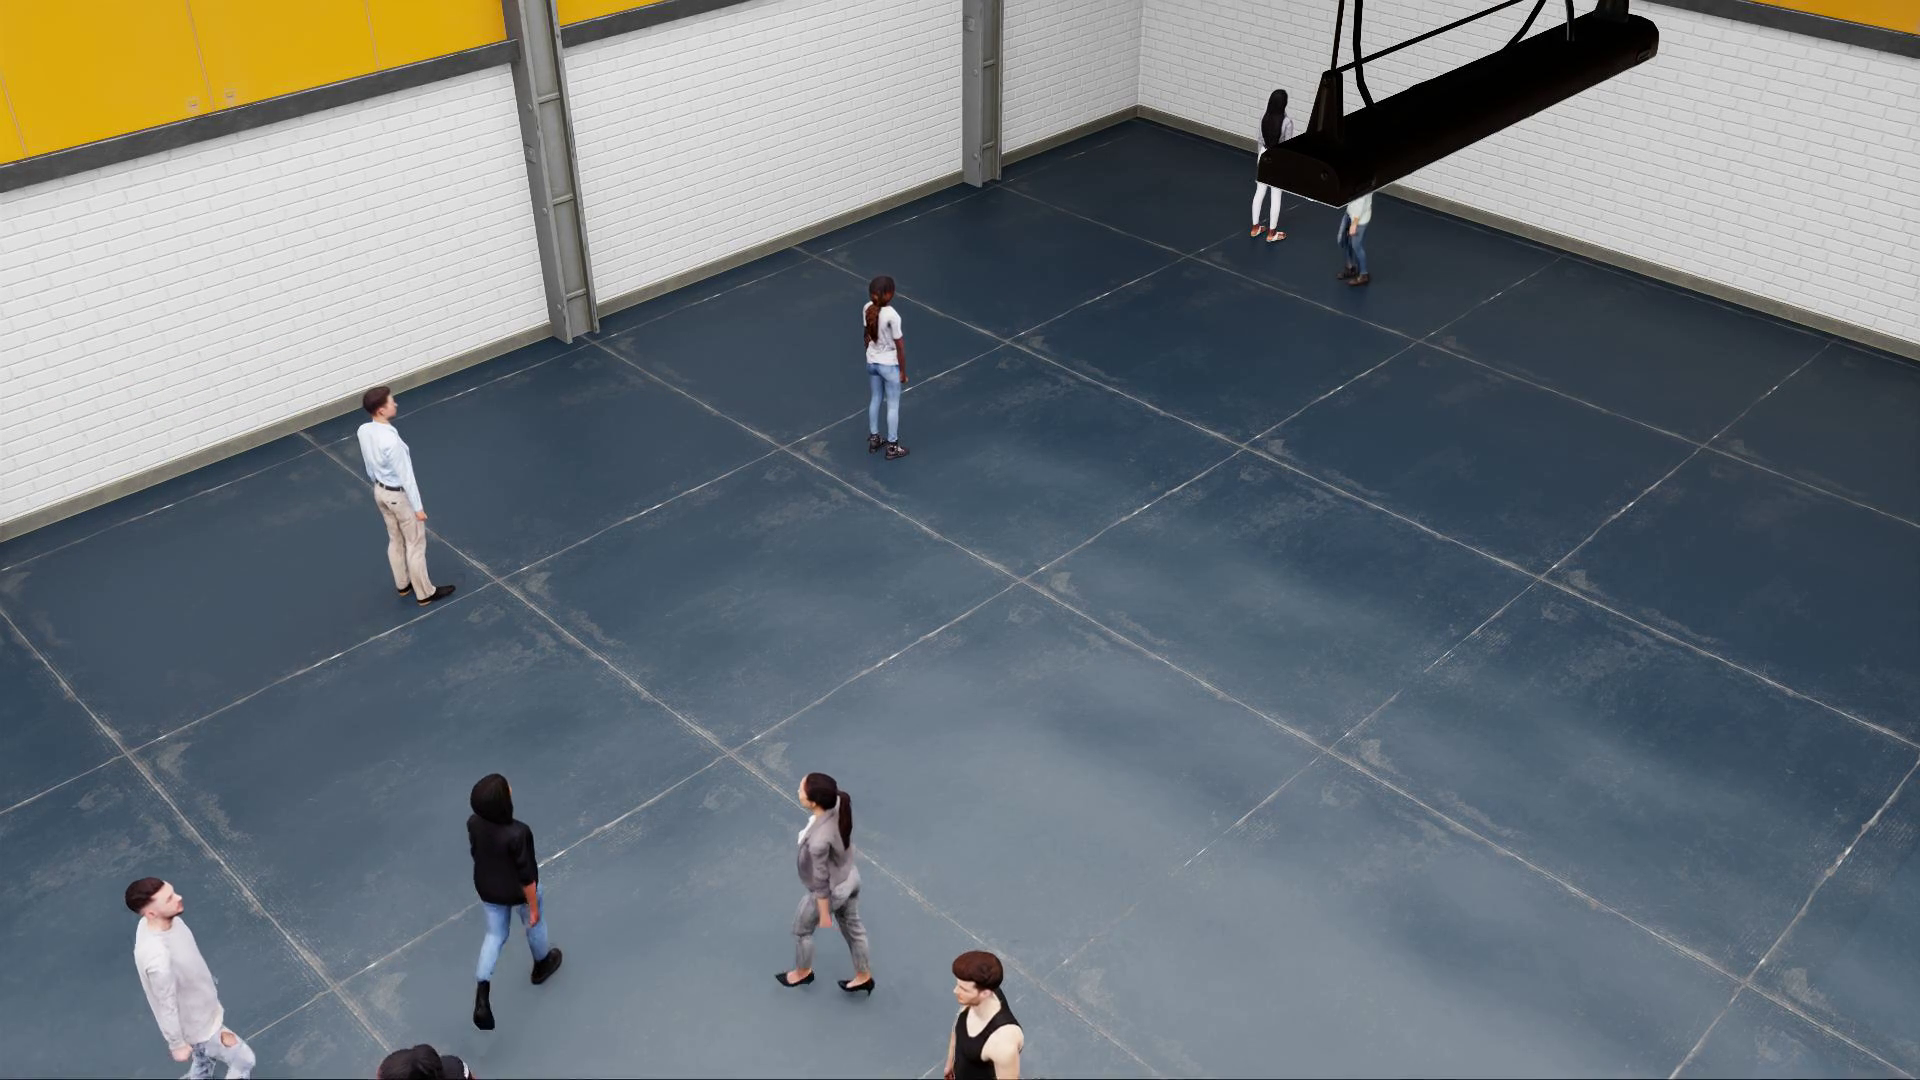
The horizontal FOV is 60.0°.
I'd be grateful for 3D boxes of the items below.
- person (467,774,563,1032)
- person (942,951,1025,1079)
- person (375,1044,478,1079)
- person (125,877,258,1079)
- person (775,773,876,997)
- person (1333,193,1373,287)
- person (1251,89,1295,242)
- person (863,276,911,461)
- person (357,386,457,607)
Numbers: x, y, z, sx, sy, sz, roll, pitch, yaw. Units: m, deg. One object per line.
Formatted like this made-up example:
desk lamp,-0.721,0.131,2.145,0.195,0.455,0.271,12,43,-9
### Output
person,-2.585,2.044,9.371,0.898,1.679,1.096,9,35,13
person,0.204,2.706,8.198,0.911,1.875,0.874,-11,35,-16
person,-2.375,2.953,7.976,0.836,1.710,0.691,26,42,34
person,-4.059,2.462,8.608,0.802,1.828,0.813,-13,36,-19
person,-0.648,2.015,9.441,0.878,1.651,0.884,12,35,17
person,4.280,-3.450,17.693,0.799,1.618,0.742,2,34,3
person,3.537,-4.256,18.810,0.487,1.724,0.594,-28,43,-36
person,-0.672,-1.544,14.733,0.595,1.719,0.517,26,41,33
person,-4.330,-0.342,12.811,0.674,1.845,0.621,22,40,30
